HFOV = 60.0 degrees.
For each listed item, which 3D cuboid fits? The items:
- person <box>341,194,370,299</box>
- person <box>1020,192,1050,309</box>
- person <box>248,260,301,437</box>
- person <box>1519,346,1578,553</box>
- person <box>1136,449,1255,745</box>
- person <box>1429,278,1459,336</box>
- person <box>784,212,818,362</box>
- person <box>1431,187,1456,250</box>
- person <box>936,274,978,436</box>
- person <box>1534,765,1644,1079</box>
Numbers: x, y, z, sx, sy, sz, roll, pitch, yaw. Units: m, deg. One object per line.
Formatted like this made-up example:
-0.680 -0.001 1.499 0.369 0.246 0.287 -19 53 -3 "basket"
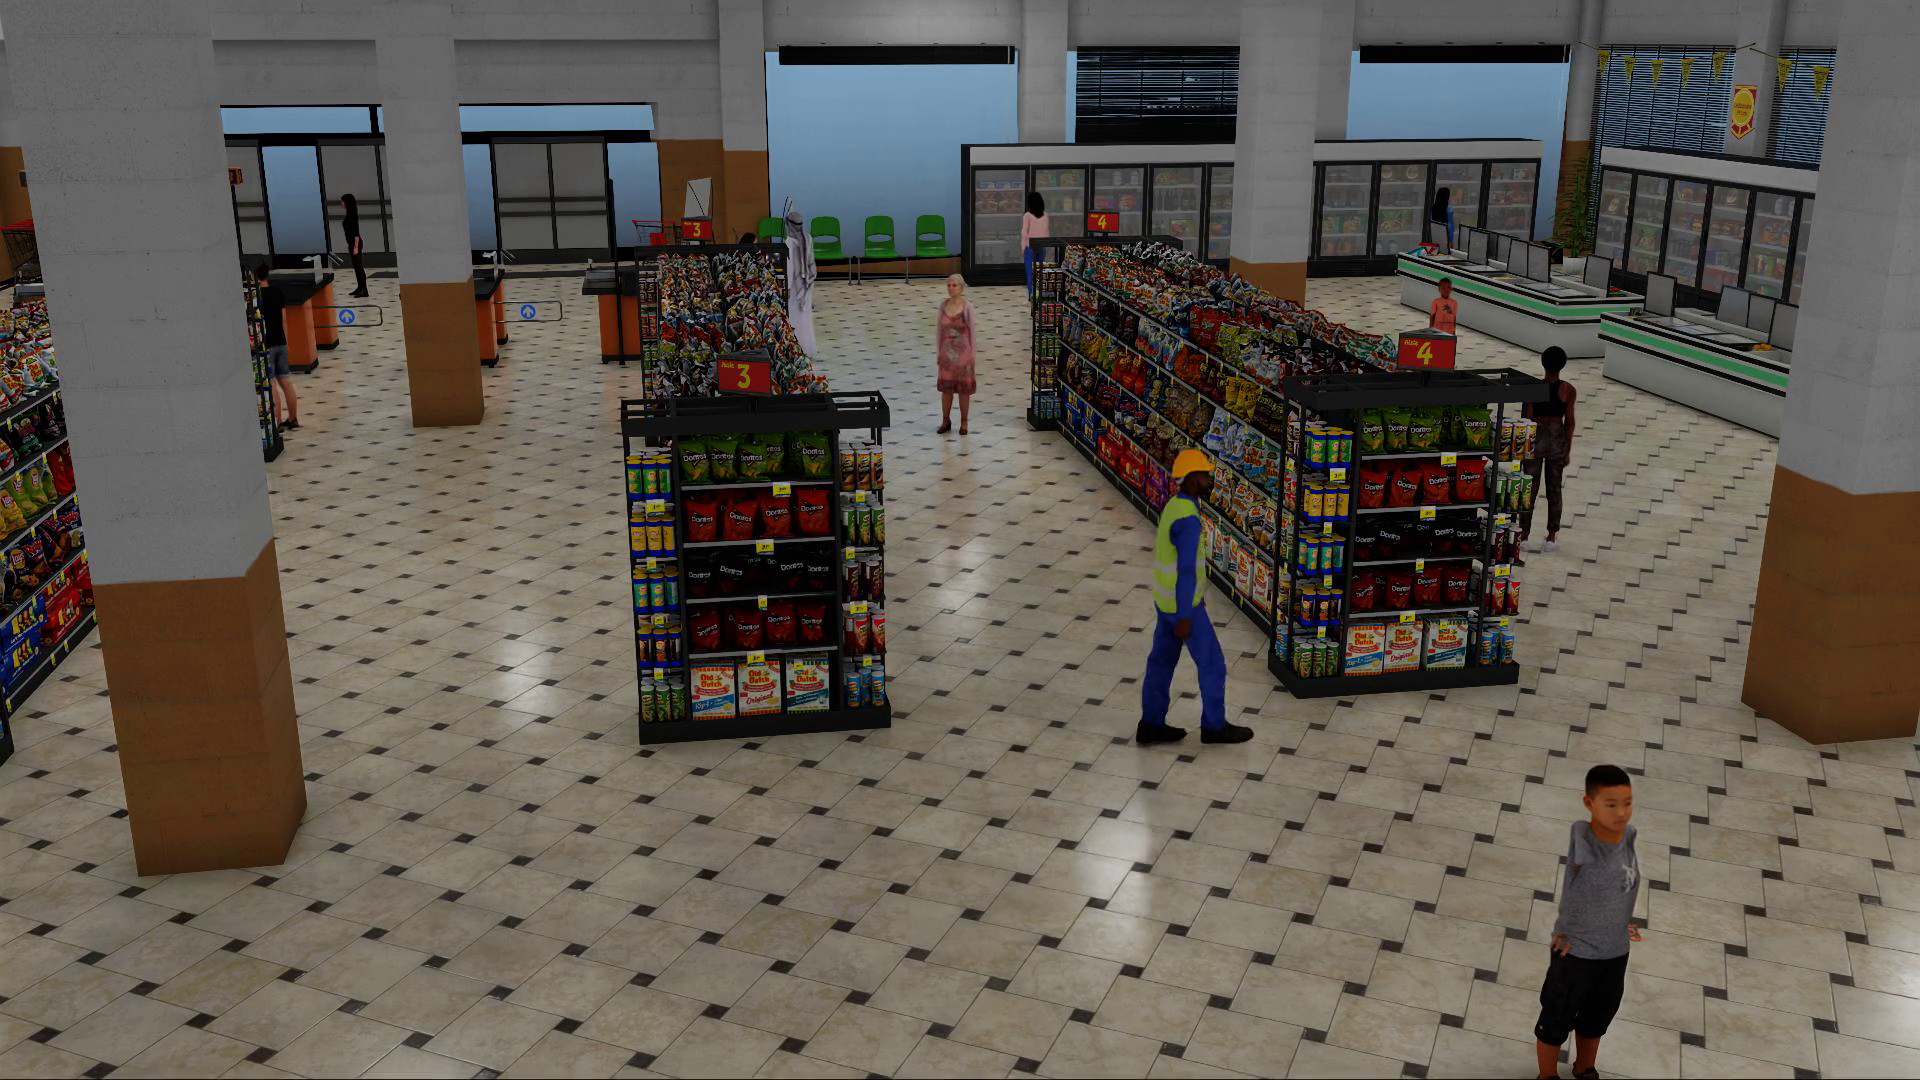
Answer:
-9.766 -4.759 26.847 0.715 1.641 0.567 -10 20 -31 "person"
1.164 -4.506 25.798 0.705 1.768 0.638 -8 19 -24 "person"
-7.265 -2.037 17.529 0.811 1.846 0.696 7 18 22 "person"
4.754 -0.742 13.518 0.643 1.700 0.629 3 17 9 "person"
1.214 0.359 9.723 0.780 1.797 0.864 -2 17 -6 "person"
5.767 -2.479 19.907 0.516 1.311 0.522 0 17 1 "person"
-2.089 -3.246 21.375 0.862 1.925 0.780 9 19 28 "person"
7.860 -4.908 27.216 0.734 1.713 0.580 -10 20 -30 "person"
-0.040 -1.967 17.567 0.684 1.690 0.712 5 18 17 "person"
2.480 1.506 6.533 0.588 1.456 0.534 -5 18 -16 "person"
